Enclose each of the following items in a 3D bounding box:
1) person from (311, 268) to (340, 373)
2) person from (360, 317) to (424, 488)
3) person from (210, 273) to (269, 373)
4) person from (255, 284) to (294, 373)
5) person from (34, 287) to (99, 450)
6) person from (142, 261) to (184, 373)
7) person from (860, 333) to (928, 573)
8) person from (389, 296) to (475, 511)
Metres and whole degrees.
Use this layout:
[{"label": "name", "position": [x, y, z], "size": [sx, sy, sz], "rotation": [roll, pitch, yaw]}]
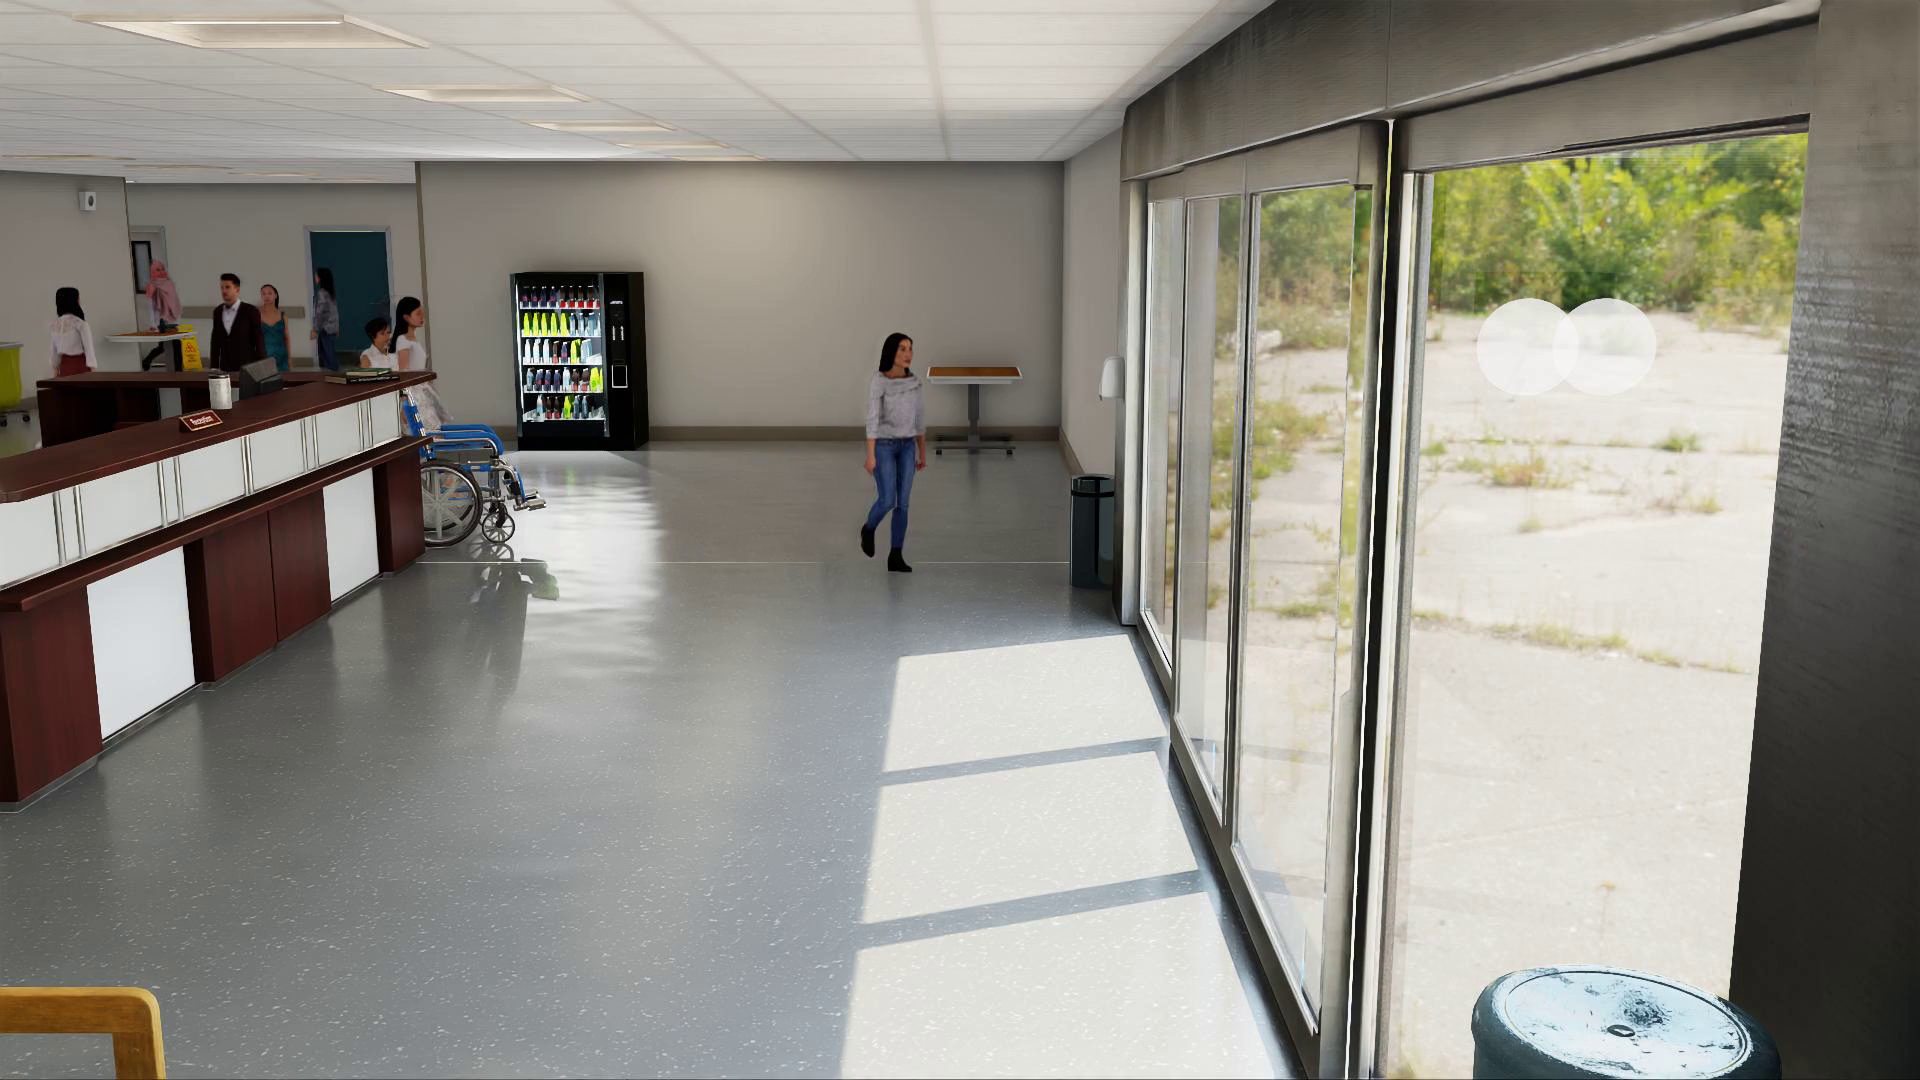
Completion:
[{"label": "person", "position": [-8.919, -3.006, 23.699], "size": [0.595, 1.721, 0.626], "rotation": [0, 11, -2]}, {"label": "person", "position": [-5.085, -1.151, 14.438], "size": [0.930, 1.530, 0.805], "rotation": [6, 12, 29]}, {"label": "person", "position": [-7.098, -1.701, 16.495], "size": [1.199, 1.843, 0.917], "rotation": [2, 11, 11]}, {"label": "person", "position": [-7.547, -1.961, 18.282], "size": [0.553, 1.687, 0.685], "rotation": [-5, 12, -23]}, {"label": "person", "position": [-8.399, -1.492, 15.709], "size": [1.064, 1.726, 0.909], "rotation": [4, 12, 21]}, {"label": "person", "position": [-11.747, -3.174, 24.427], "size": [1.153, 1.780, 0.901], "rotation": [4, 11, 20]}, {"label": "person", "position": [-0.503, -0.587, 11.218], "size": [0.803, 1.621, 0.863], "rotation": [-8, 14, -38]}, {"label": "person", "position": [-4.440, -1.019, 13.159], "size": [1.041, 1.746, 0.815], "rotation": [-4, 11, -20]}]
